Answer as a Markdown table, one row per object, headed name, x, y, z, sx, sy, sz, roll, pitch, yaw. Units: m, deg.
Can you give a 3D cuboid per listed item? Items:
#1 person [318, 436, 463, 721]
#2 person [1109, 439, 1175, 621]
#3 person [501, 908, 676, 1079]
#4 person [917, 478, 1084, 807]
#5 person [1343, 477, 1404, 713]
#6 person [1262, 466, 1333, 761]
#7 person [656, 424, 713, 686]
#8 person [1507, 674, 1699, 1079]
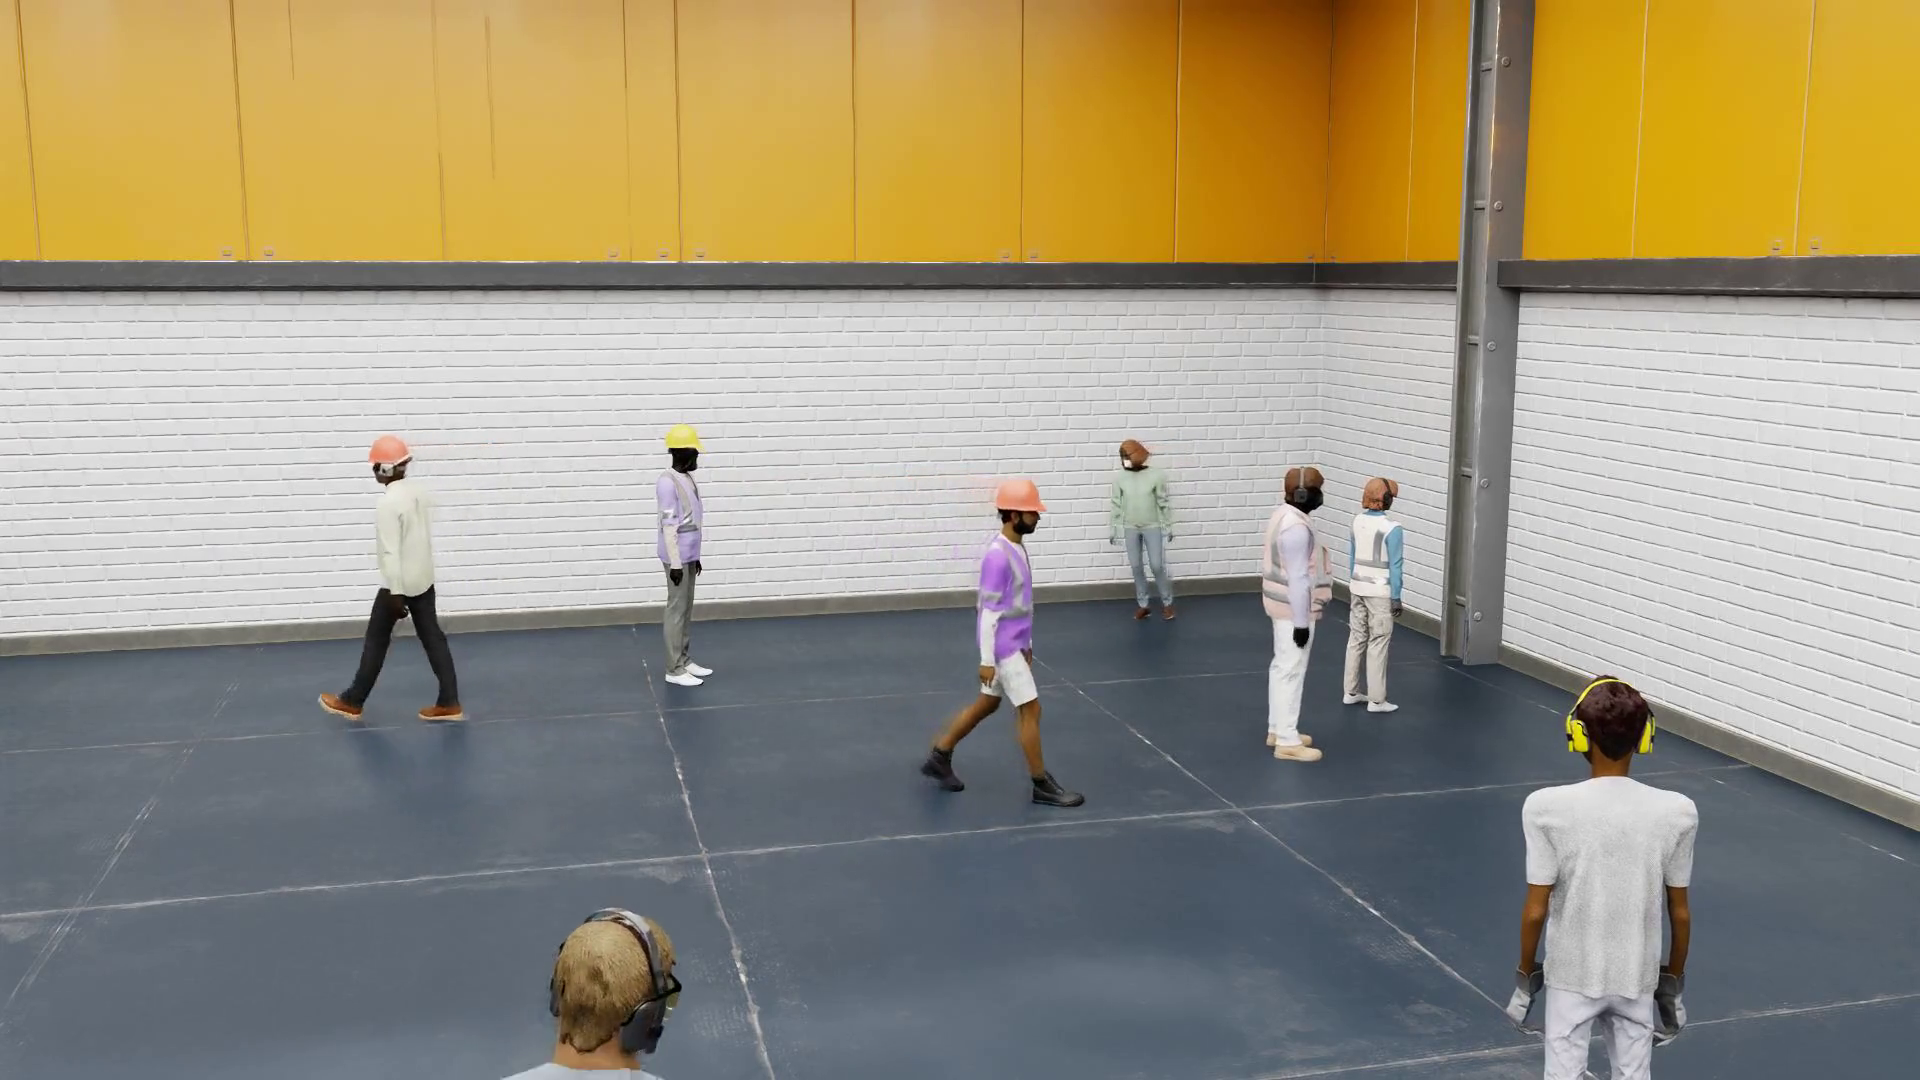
| name | x | y | z | sx | sy | sz | roll | pitch | yaw |
| --- | --- | --- | --- | --- | --- | --- | --- | --- | --- |
| person | -3.850 | 0.272 | 11.209 | 1.008 | 1.945 | 0.626 | 2 | 9 | 11 |
| person | 1.576 | -0.087 | 14.525 | 0.541 | 1.595 | 0.406 | 4 | 10 | 21 |
| person | -0.654 | 1.614 | 2.946 | 0.633 | 1.918 | 0.687 | 2 | 9 | 10 |
| person | 0.201 | 0.574 | 9.523 | 0.980 | 1.899 | 0.561 | 2 | 9 | 12 |
| person | 2.869 | 0.380 | 11.533 | 0.316 | 1.629 | 0.508 | -4 | 10 | -23 |
| person | 2.112 | 0.450 | 10.433 | 0.429 | 1.840 | 0.633 | 1 | 9 | 4 |
| person | -2.051 | 0.104 | 12.318 | 0.359 | 1.930 | 0.587 | 1 | 9 | 5 |
| person | 1.894 | 1.321 | 4.935 | 0.508 | 1.864 | 0.328 | 1 | 9 | 5 |
